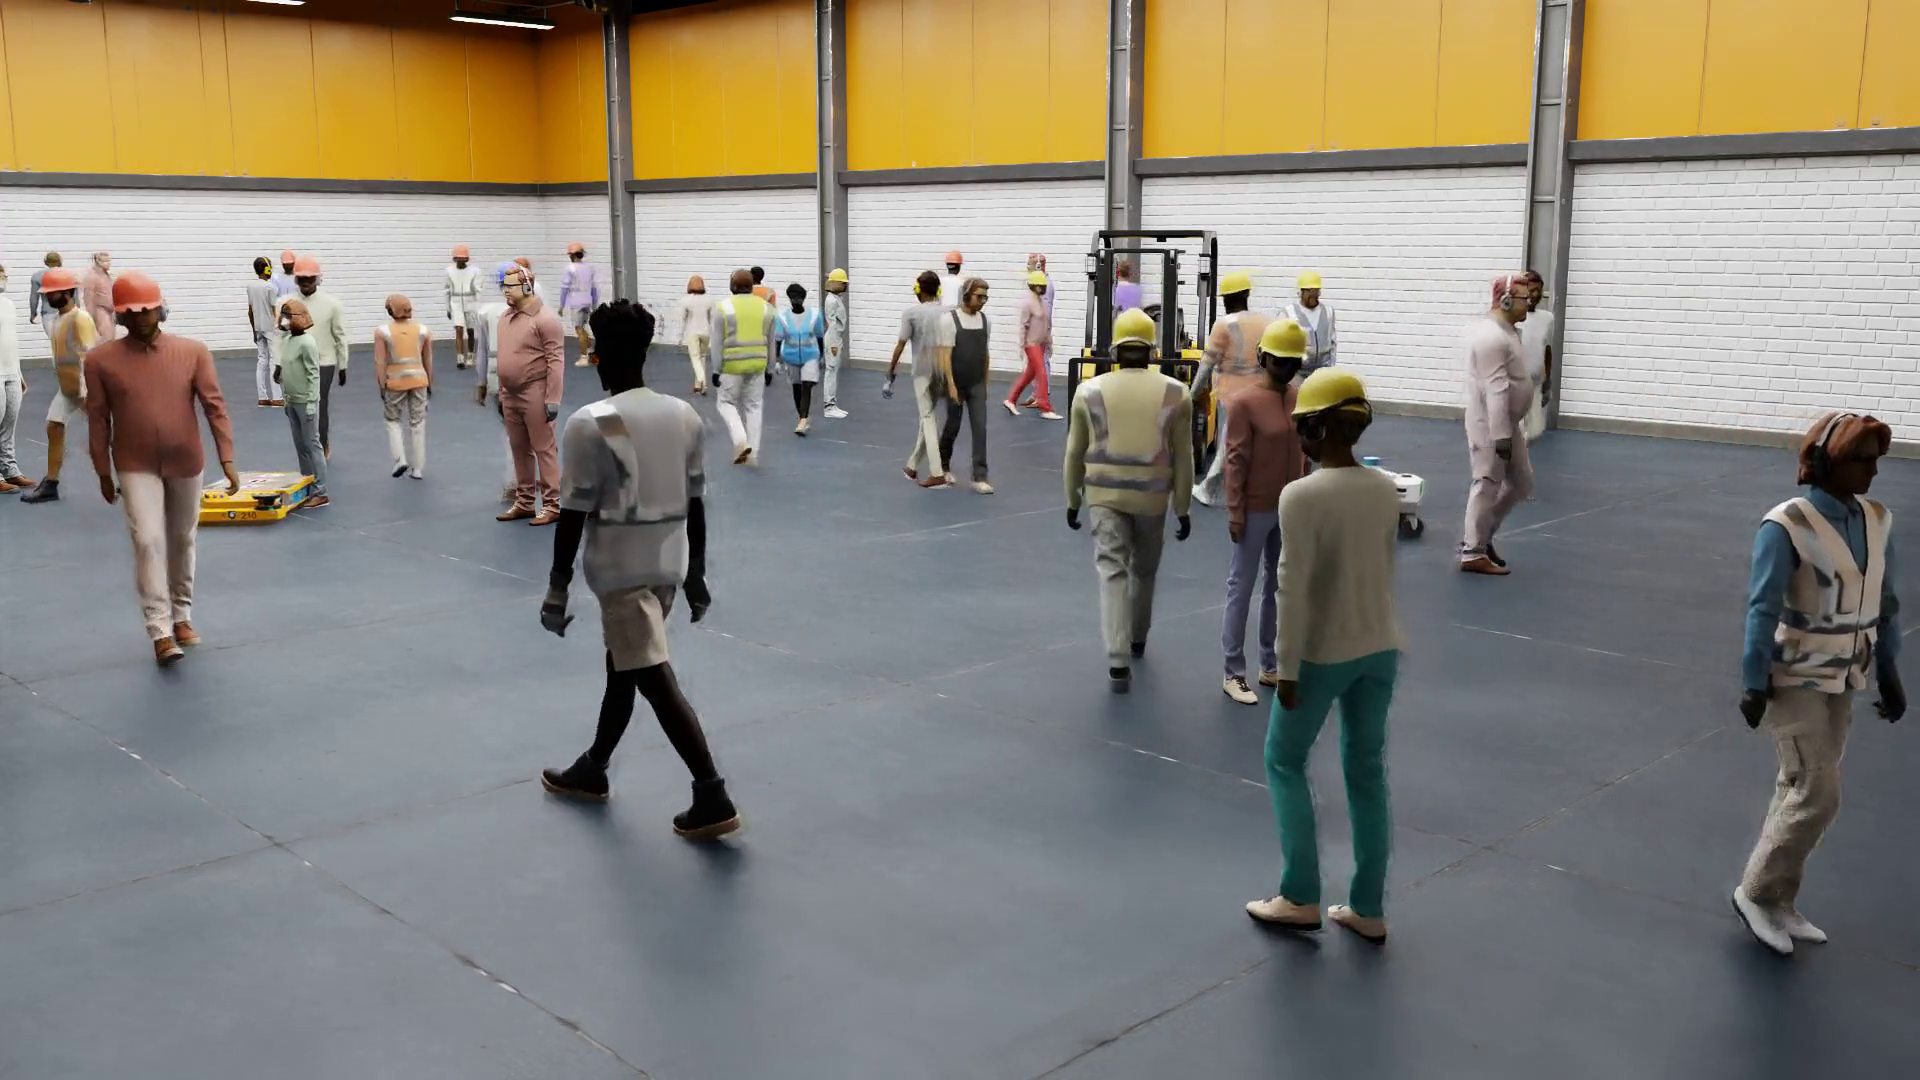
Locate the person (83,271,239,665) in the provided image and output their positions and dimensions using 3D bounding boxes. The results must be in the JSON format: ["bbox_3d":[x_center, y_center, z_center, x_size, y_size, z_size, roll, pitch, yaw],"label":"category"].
[{"bbox_3d":[-3.987,-0.357,8.352,0.630,1.943,0.982,-7,12,-33],"label":"person"}]

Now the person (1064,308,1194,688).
[{"bbox_3d":[0.812,-0.222,8.063,0.615,1.783,0.918,1,10,3],"label":"person"}]

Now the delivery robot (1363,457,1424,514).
[{"bbox_3d":[2.916,-0.347,11.819,0.707,0.478,0.477,0,11,-1],"label":"delivery robot"}]

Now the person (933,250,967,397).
[{"bbox_3d":[-0.082,-2.849,21.961,0.551,1.934,0.373,3,11,18],"label":"person"}]

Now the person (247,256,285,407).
[{"bbox_3d":[-8.605,-2.584,20.697,0.512,1.873,0.328,5,11,24],"label":"person"}]

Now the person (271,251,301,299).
[{"bbox_3d":[-10.325,-3.493,25.616,0.568,1.885,0.985,-1,10,-4],"label":"person"}]

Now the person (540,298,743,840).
[{"bbox_3d":[-1.165,0.102,5.961,1.036,1.919,0.615,6,12,31],"label":"person"}]

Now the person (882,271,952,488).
[{"bbox_3d":[-0.346,-1.372,14.233,0.684,1.810,0.912,-6,12,-30],"label":"person"}]

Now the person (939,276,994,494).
[{"bbox_3d":[0.024,-1.310,13.977,0.499,1.807,0.839,-5,11,-25],"label":"person"}]

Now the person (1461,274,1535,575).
[{"bbox_3d":[3.383,-0.707,10.428,0.440,1.892,0.648,5,12,27],"label":"person"}]

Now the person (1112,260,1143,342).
[{"bbox_3d":[1.964,-2.549,20.653,0.586,1.811,0.869,-4,11,-20],"label":"person"}]

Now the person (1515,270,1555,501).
[{"bbox_3d":[4.577,-1.272,13.603,0.517,1.854,0.649,-2,11,-9],"label":"person"}]

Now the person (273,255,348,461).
[{"bbox_3d":[-5.980,-1.647,15.376,0.614,1.964,0.979,-1,10,-3],"label":"person"}]

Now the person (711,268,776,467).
[{"bbox_3d":[-1.995,-1.576,15.302,0.653,1.831,0.436,-6,12,-31],"label":"person"}]

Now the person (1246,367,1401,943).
[{"bbox_3d":[1.152,0.351,5.078,0.542,1.736,0.515,-7,12,-32],"label":"person"}]

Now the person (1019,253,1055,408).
[{"bbox_3d":[0.944,-2.592,20.644,0.408,1.908,0.646,-2,11,-10],"label":"person"}]

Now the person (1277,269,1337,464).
[{"bbox_3d":[3.190,-1.569,15.297,0.625,1.818,0.427,-2,11,-12],"label":"person"}]

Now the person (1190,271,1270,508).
[{"bbox_3d":[2.048,-1.094,12.600,1.026,1.861,0.591,10,14,44],"label":"person"}]

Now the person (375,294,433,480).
[{"bbox_3d":[-4.852,-1.336,14.557,0.522,1.620,0.379,-6,12,-31],"label":"person"}]

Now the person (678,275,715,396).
[{"bbox_3d":[-3.493,-2.734,22.244,0.505,1.608,0.765,-5,12,-27],"label":"person"}]

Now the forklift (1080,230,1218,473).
[{"bbox_3d":[1.804,-1.825,15.677,1.214,2.155,2.313,2,11,13],"label":"forklift"}]

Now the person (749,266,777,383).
[{"bbox_3d":[-2.904,-3.099,23.991,0.553,1.697,0.367,-3,11,-15],"label":"person"}]

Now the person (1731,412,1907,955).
[{"bbox_3d":[2.553,0.432,4.939,0.520,1.624,0.411,-6,12,-29],"label":"person"}]

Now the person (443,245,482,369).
[{"bbox_3d":[-7.982,-3.739,26.739,0.597,1.980,1.025,-2,11,-11],"label":"person"}]

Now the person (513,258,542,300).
[{"bbox_3d":[-5.736,-2.810,22.026,0.577,1.846,0.951,7,12,33],"label":"person"}]

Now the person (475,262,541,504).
[{"bbox_3d":[-3.514,-1.276,13.456,0.658,1.903,0.874,3,11,17],"label":"person"}]

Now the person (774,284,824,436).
[{"bbox_3d":[-1.727,-1.943,17.896,0.535,1.617,0.945,0,10,0],"label":"person"}]

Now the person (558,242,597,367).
[{"bbox_3d":[-6.237,-3.835,27.113,0.582,2.023,0.631,7,13,34],"label":"person"}]

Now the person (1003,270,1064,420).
[{"bbox_3d":[0.840,-2.290,19.476,0.873,1.732,0.530,7,12,33],"label":"person"}]

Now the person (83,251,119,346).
[{"bbox_3d":[-13.147,-3.469,25.469,0.466,1.886,0.683,0,10,-3],"label":"person"}]

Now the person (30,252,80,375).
[{"bbox_3d":[-13.564,-3.368,24.949,0.987,1.896,0.641,9,14,40],"label":"person"}]

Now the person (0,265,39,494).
[{"bbox_3d":[-8.000,-1.358,13.827,0.372,1.940,0.632,0,10,0],"label":"person"}]

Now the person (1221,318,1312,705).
[{"bbox_3d":[1.436,-0.133,7.640,0.522,1.761,0.327,-7,12,-32],"label":"person"}]

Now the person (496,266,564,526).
[{"bbox_3d":[-3.210,-1.059,12.285,0.652,1.906,0.403,8,13,37],"label":"person"}]

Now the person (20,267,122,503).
[{"bbox_3d":[-7.130,-1.268,13.505,0.548,1.885,1.010,7,13,35],"label":"person"}]

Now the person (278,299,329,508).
[{"bbox_3d":[-5.188,-1.071,13.086,0.277,1.636,0.507,-10,14,-43],"label":"person"}]

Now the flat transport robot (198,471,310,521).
[{"bbox_3d":[-5.447,-0.356,12.913,0.652,0.197,1.431,-1,11,-7],"label":"flat transport robot"}]

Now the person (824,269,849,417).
[{"bbox_3d":[-1.453,-2.320,19.614,0.323,1.741,0.490,0,10,2],"label":"person"}]
